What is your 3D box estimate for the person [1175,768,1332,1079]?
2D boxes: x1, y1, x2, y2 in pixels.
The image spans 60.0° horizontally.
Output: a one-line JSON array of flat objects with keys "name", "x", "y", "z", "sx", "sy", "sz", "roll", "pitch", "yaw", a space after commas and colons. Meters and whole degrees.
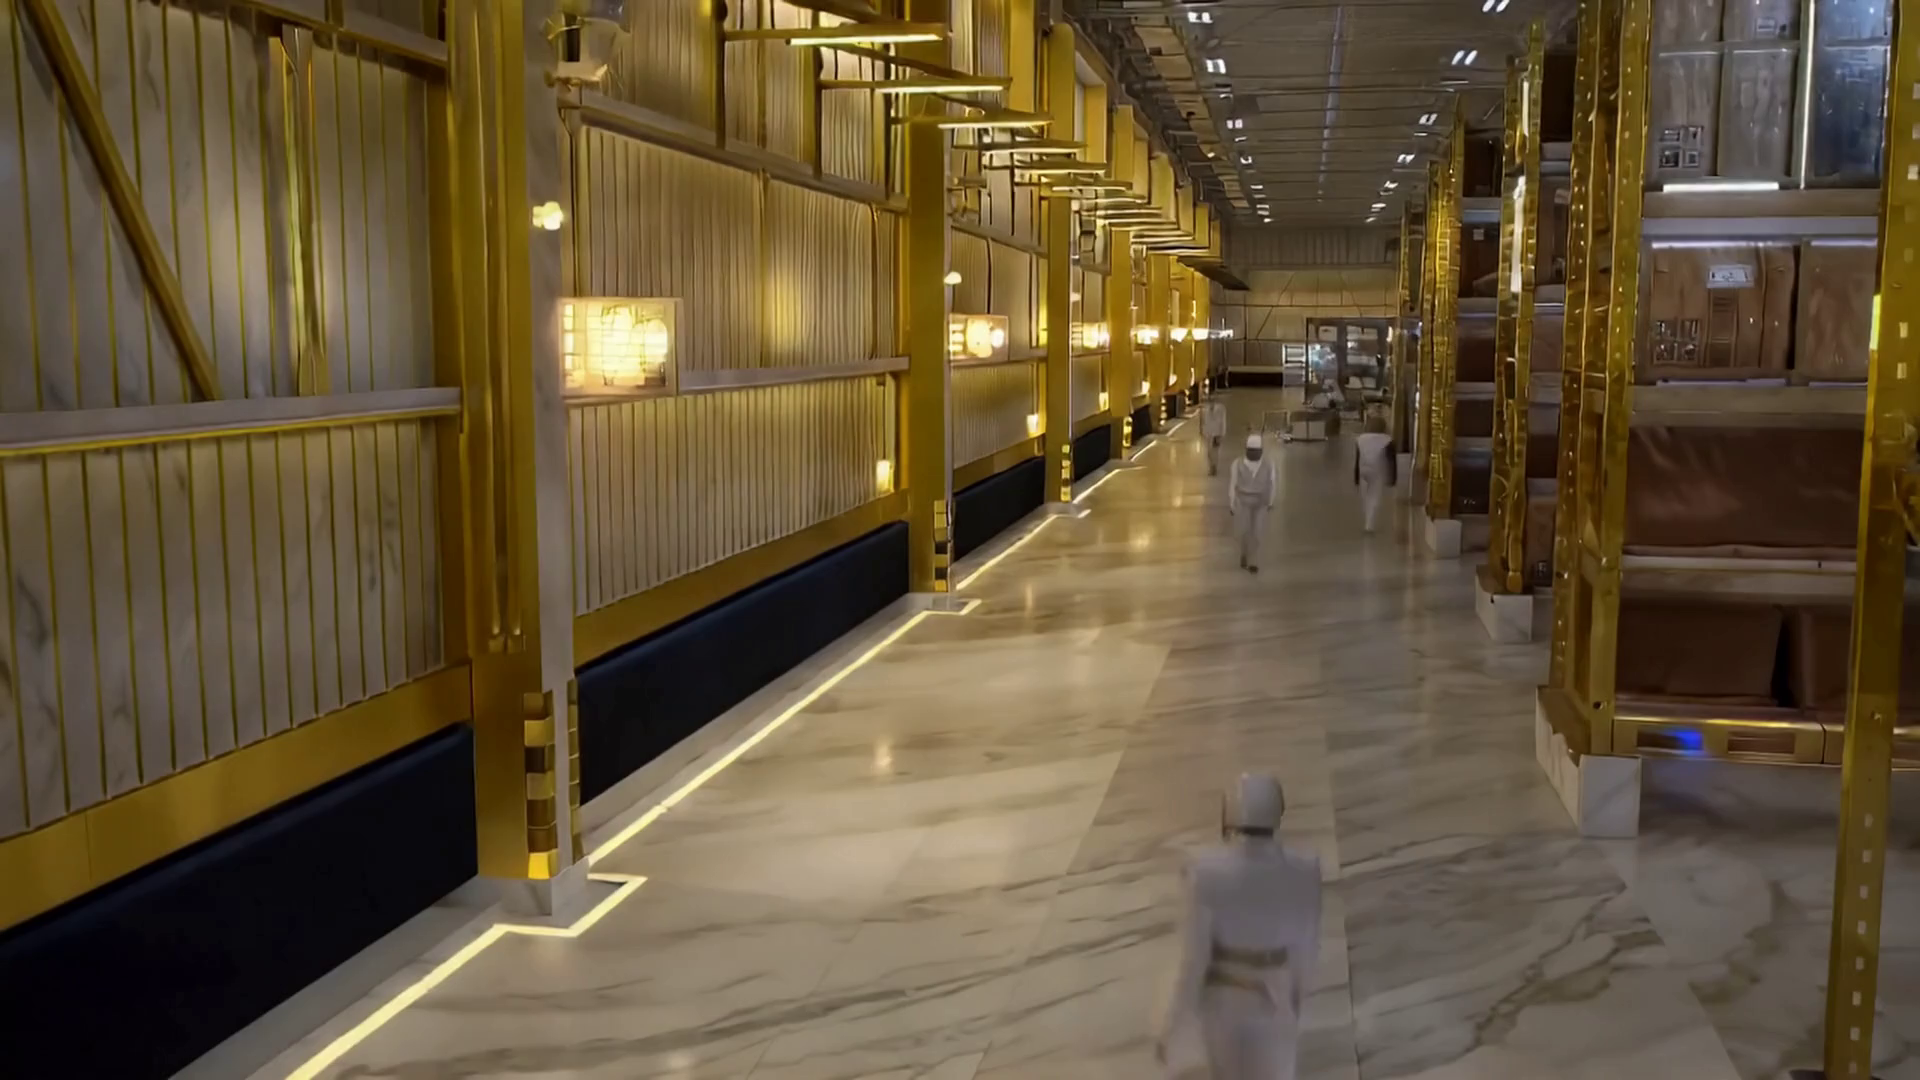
[{"name": "person", "x": 0.994, "y": 1.592, "z": 5.704, "sx": 0.525, "sy": 1.604, "sz": 0.800, "roll": 2, "pitch": 8, "yaw": 18}]

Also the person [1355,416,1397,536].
[{"name": "person", "x": 6.364, "y": -0.968, "z": 25.346, "sx": 0.656, "sy": 1.821, "sz": 0.570, "roll": 7, "pitch": 10, "yaw": 43}]

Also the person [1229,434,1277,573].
[{"name": "person", "x": 3.768, "y": -0.467, "z": 21.390, "sx": 0.587, "sy": 1.809, "sz": 0.434, "roll": 0, "pitch": 7, "yaw": 4}]

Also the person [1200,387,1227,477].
[{"name": "person", "x": 5.472, "y": -2.329, "z": 35.829, "sx": 0.558, "sy": 1.925, "sz": 0.629, "roll": 2, "pitch": 7, "yaw": 18}]
